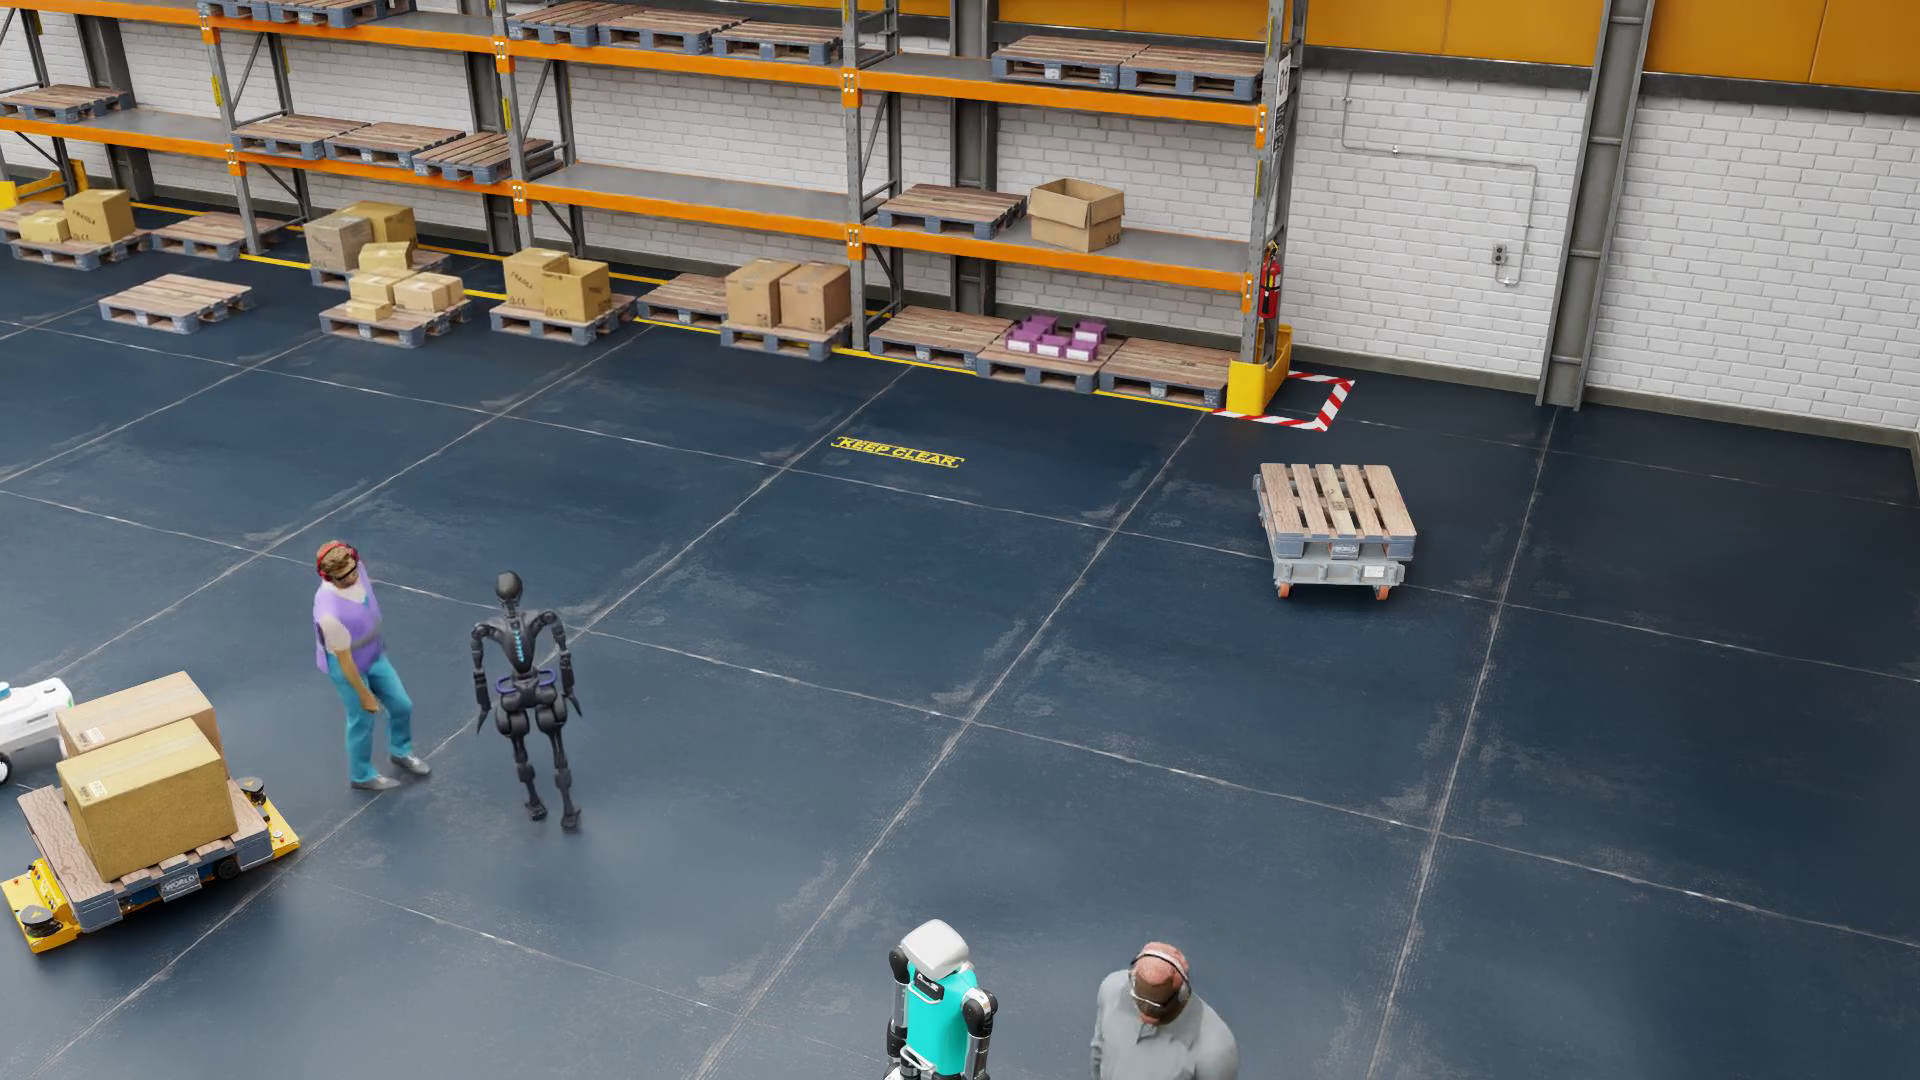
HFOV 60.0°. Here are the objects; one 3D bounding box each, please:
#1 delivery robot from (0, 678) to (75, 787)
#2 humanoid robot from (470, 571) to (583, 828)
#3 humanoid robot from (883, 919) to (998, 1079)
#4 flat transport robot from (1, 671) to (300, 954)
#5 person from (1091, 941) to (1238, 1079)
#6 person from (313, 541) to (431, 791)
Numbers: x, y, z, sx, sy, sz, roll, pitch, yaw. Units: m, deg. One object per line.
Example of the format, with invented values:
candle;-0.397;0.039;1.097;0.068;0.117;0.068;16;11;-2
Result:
delivery robot;-5.929;1.188;10.337;0.785;0.614;0.523;-23;35;-37
humanoid robot;-2.505;0.916;9.620;0.602;1.648;0.353;-9;29;-17
humanoid robot;-0.242;2.344;6.640;0.735;1.677;0.533;-24;36;-38
flat transport robot;-4.578;1.809;9.423;1.431;0.231;0.659;-21;34;-35
person;0.735;2.371;6.575;0.668;1.883;0.645;20;33;34
person;-3.506;0.752;9.812;0.528;1.802;0.676;4;28;9
